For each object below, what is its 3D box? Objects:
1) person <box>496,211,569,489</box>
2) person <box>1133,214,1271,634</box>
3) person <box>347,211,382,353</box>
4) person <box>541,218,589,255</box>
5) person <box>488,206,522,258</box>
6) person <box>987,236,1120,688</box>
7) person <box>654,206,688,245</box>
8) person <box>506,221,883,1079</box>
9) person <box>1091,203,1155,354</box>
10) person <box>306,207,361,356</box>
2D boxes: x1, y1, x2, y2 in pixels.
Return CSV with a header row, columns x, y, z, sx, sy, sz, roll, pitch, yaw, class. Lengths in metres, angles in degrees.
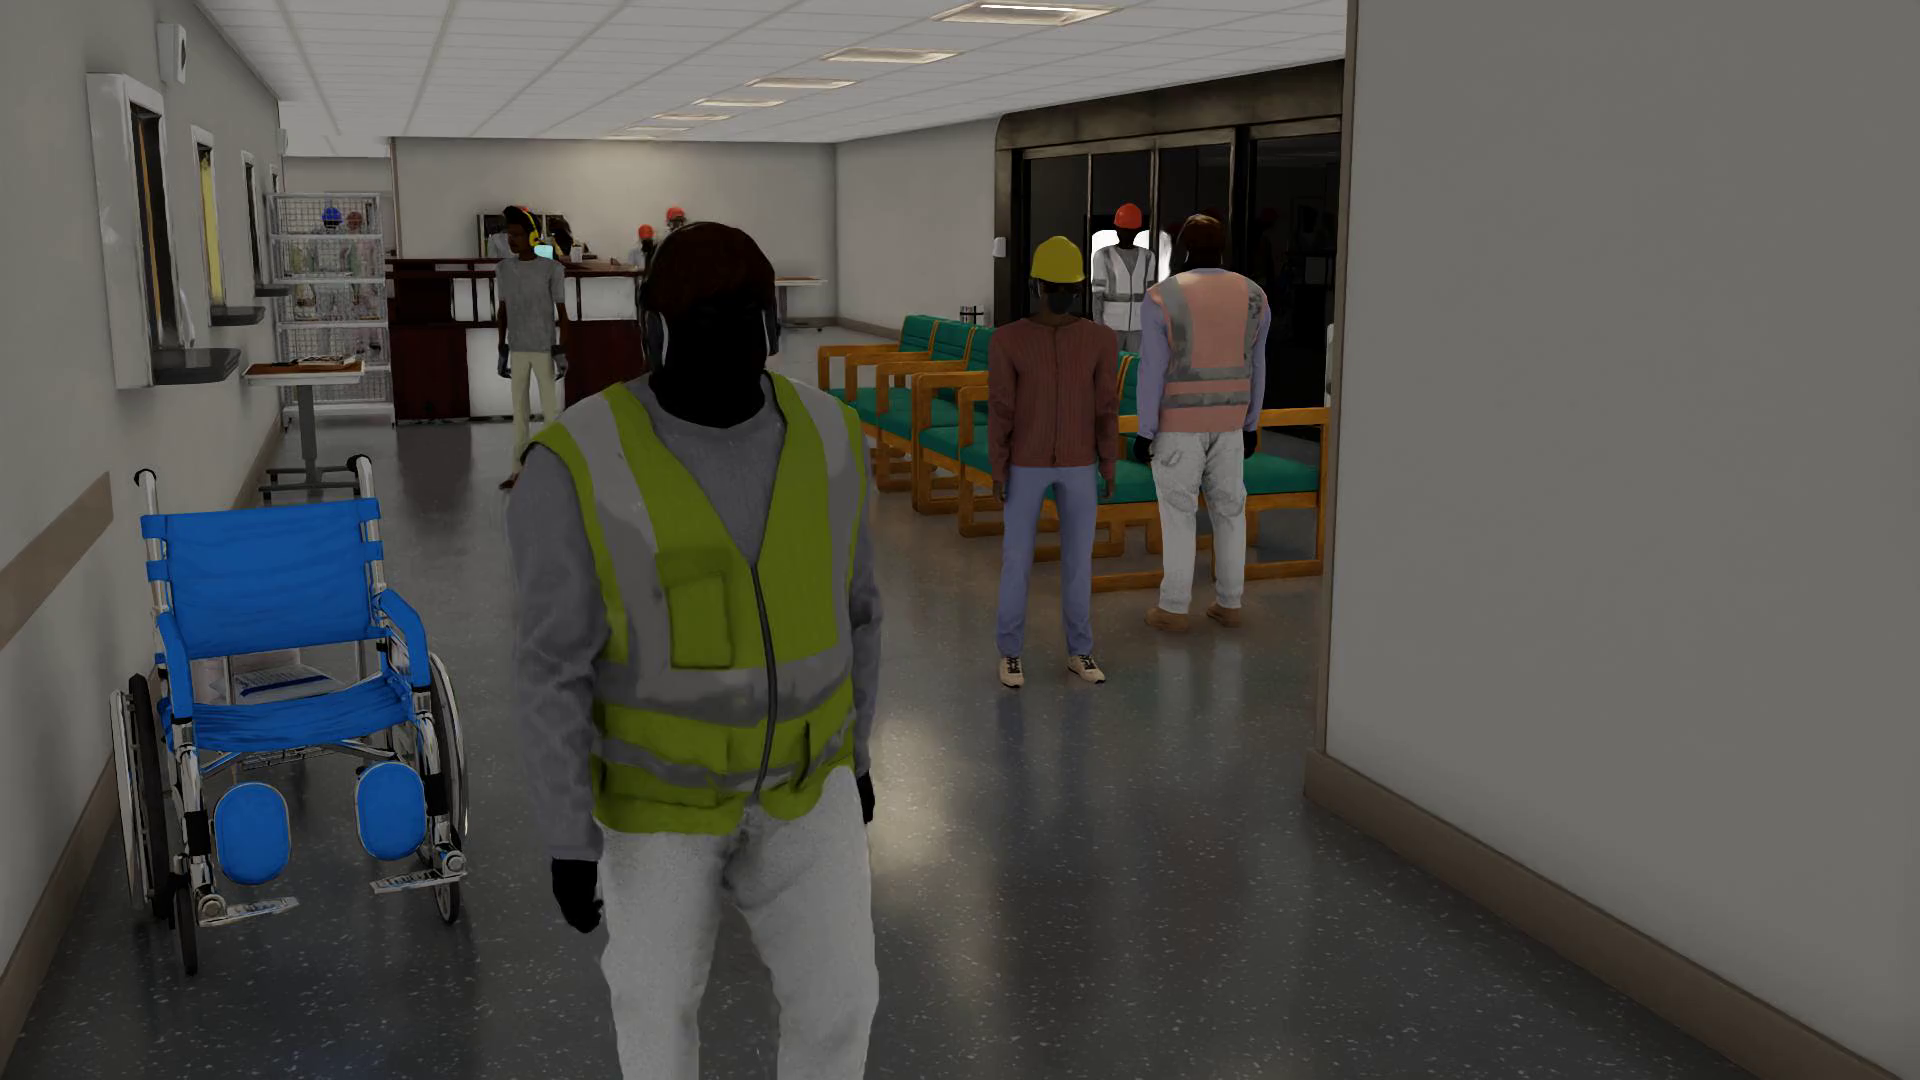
x,y,z,sx,sy,sz,roll,pitch,yaw,class
-2.873,-1.259,11.162,0.512,1.866,0.330,2,11,11,person
1.046,-0.506,7.355,0.632,1.842,0.429,-4,12,-21,person
-8.102,-3.478,22.474,0.656,1.889,0.573,-2,11,-9,person
-4.994,-3.196,21.275,0.822,1.797,0.629,-5,12,-26,person
-5.529,-3.153,20.633,0.604,1.959,0.379,-7,13,-31,person
0.365,-0.288,6.464,0.522,1.758,0.349,-2,11,-10,person
-3.428,-3.082,20.340,0.634,1.953,0.736,-5,12,-25,person
-0.367,0.416,2.680,0.654,1.816,0.694,-6,13,-29,person
1.322,-1.720,13.352,0.545,1.933,0.376,-4,12,-18,person
-7.476,-2.996,19.903,0.600,1.939,0.421,-1,11,-8,person
